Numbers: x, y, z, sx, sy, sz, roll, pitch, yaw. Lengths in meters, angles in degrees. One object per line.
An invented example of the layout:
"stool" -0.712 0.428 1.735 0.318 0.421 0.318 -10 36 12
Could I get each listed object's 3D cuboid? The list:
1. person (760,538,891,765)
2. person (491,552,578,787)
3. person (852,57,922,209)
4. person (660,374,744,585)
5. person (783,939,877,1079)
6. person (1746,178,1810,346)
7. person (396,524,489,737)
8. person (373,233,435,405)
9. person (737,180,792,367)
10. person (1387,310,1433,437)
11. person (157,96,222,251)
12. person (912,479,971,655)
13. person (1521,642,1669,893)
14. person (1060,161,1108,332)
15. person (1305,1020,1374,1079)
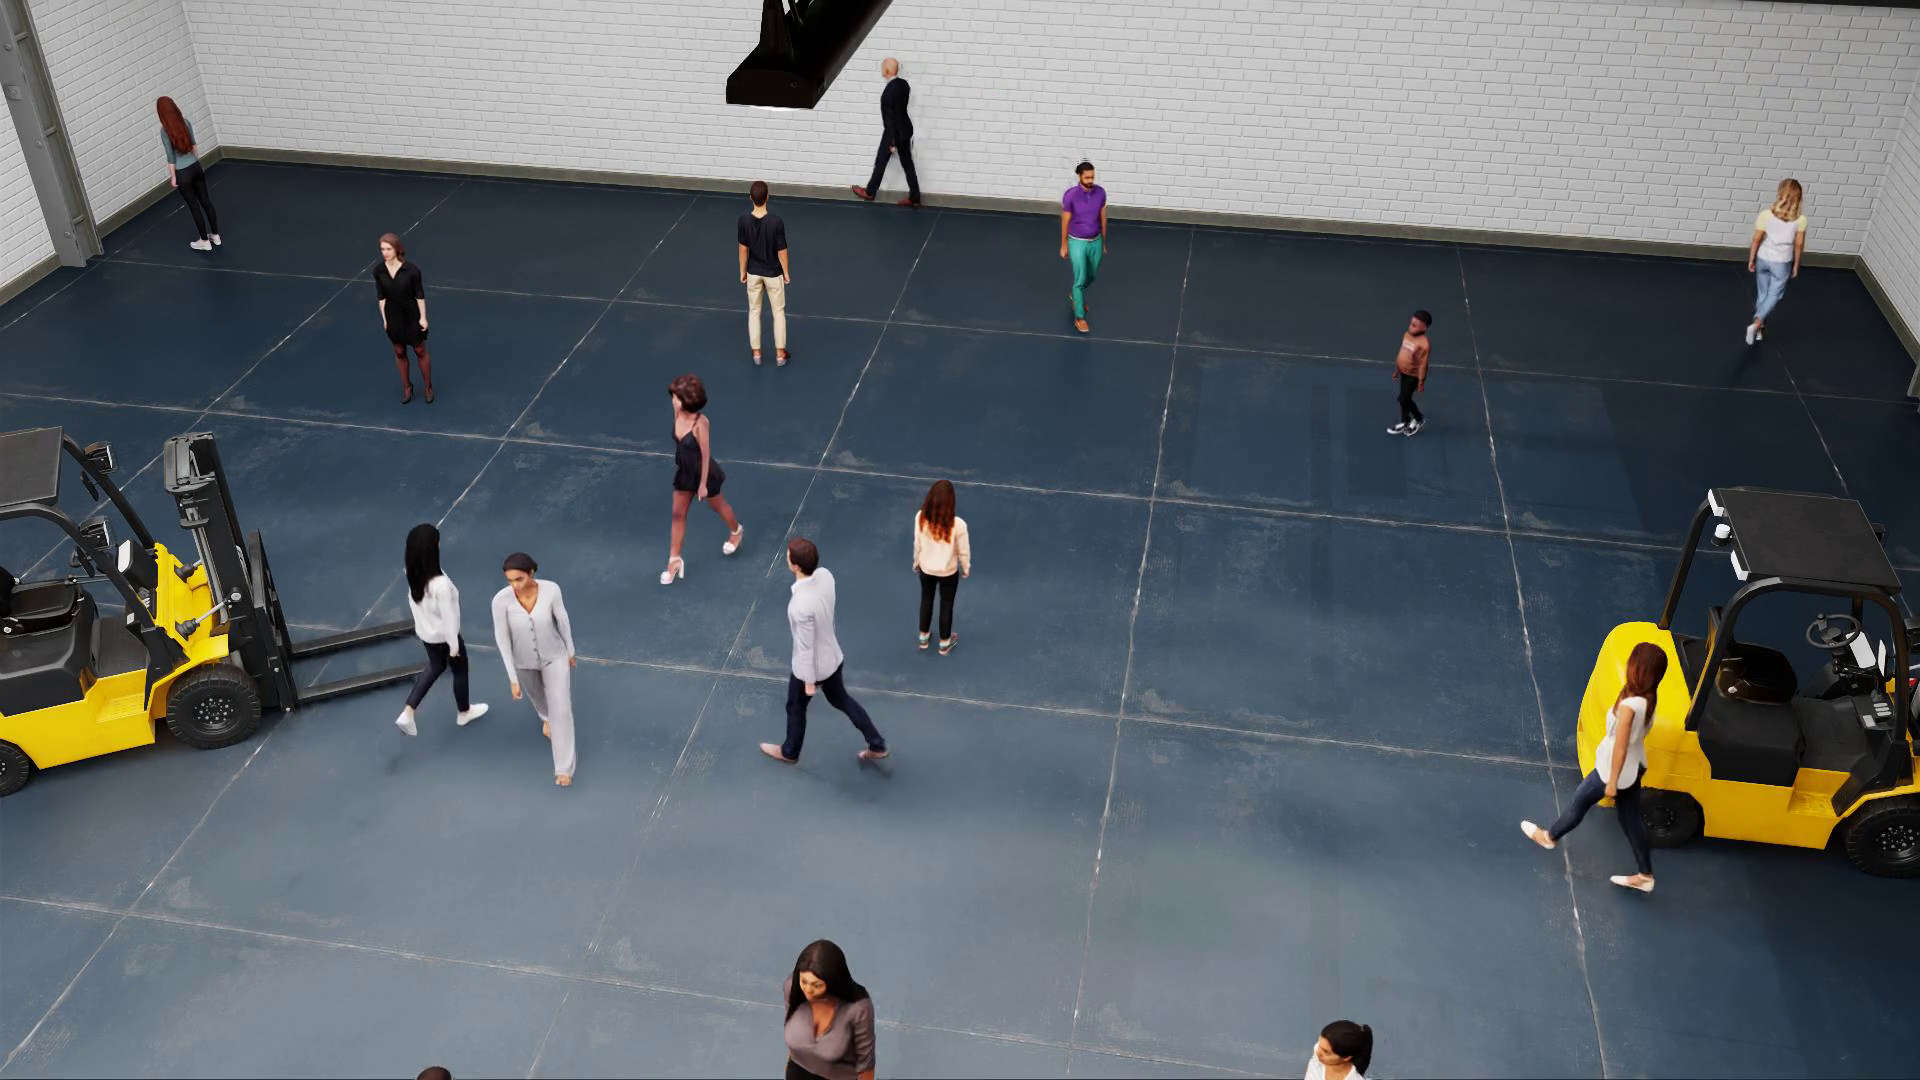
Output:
"person" -0.881 0.820 11.073 0.888 1.819 1.139 12 36 18
"person" -2.885 0.761 11.289 0.982 1.678 1.289 -9 35 -13
"person" -0.673 -4.720 19.457 1.003 1.764 1.144 20 38 27
"person" -2.004 -0.521 13.160 0.919 1.742 1.144 25 41 32
"person" -0.605 2.619 8.385 0.774 1.797 1.153 11 35 15
"person" 8.044 -2.699 16.472 0.882 1.702 1.053 21 39 28
"person" -3.644 0.677 11.413 0.874 1.680 1.015 24 40 31
"person" -5.179 -2.068 15.520 0.620 1.706 0.553 0 34 0
"person" -1.897 -2.589 16.171 0.644 1.852 0.561 4 34 5
"person" 4.162 -1.527 15.119 0.679 1.248 0.590 -8 35 -12
"person" -8.605 -4.086 18.523 0.698 1.741 0.545 15 36 21
"person" -0.167 0.203 12.303 0.617 1.485 0.561 11 35 15
"person" 4.147 1.446 10.206 1.074 1.736 1.129 27 42 34
"person" 1.247 -3.048 16.959 0.894 1.744 1.024 -13 36 -19
"person" 1.875 2.900 8.112 0.768 1.632 0.699 -13 36 -19
